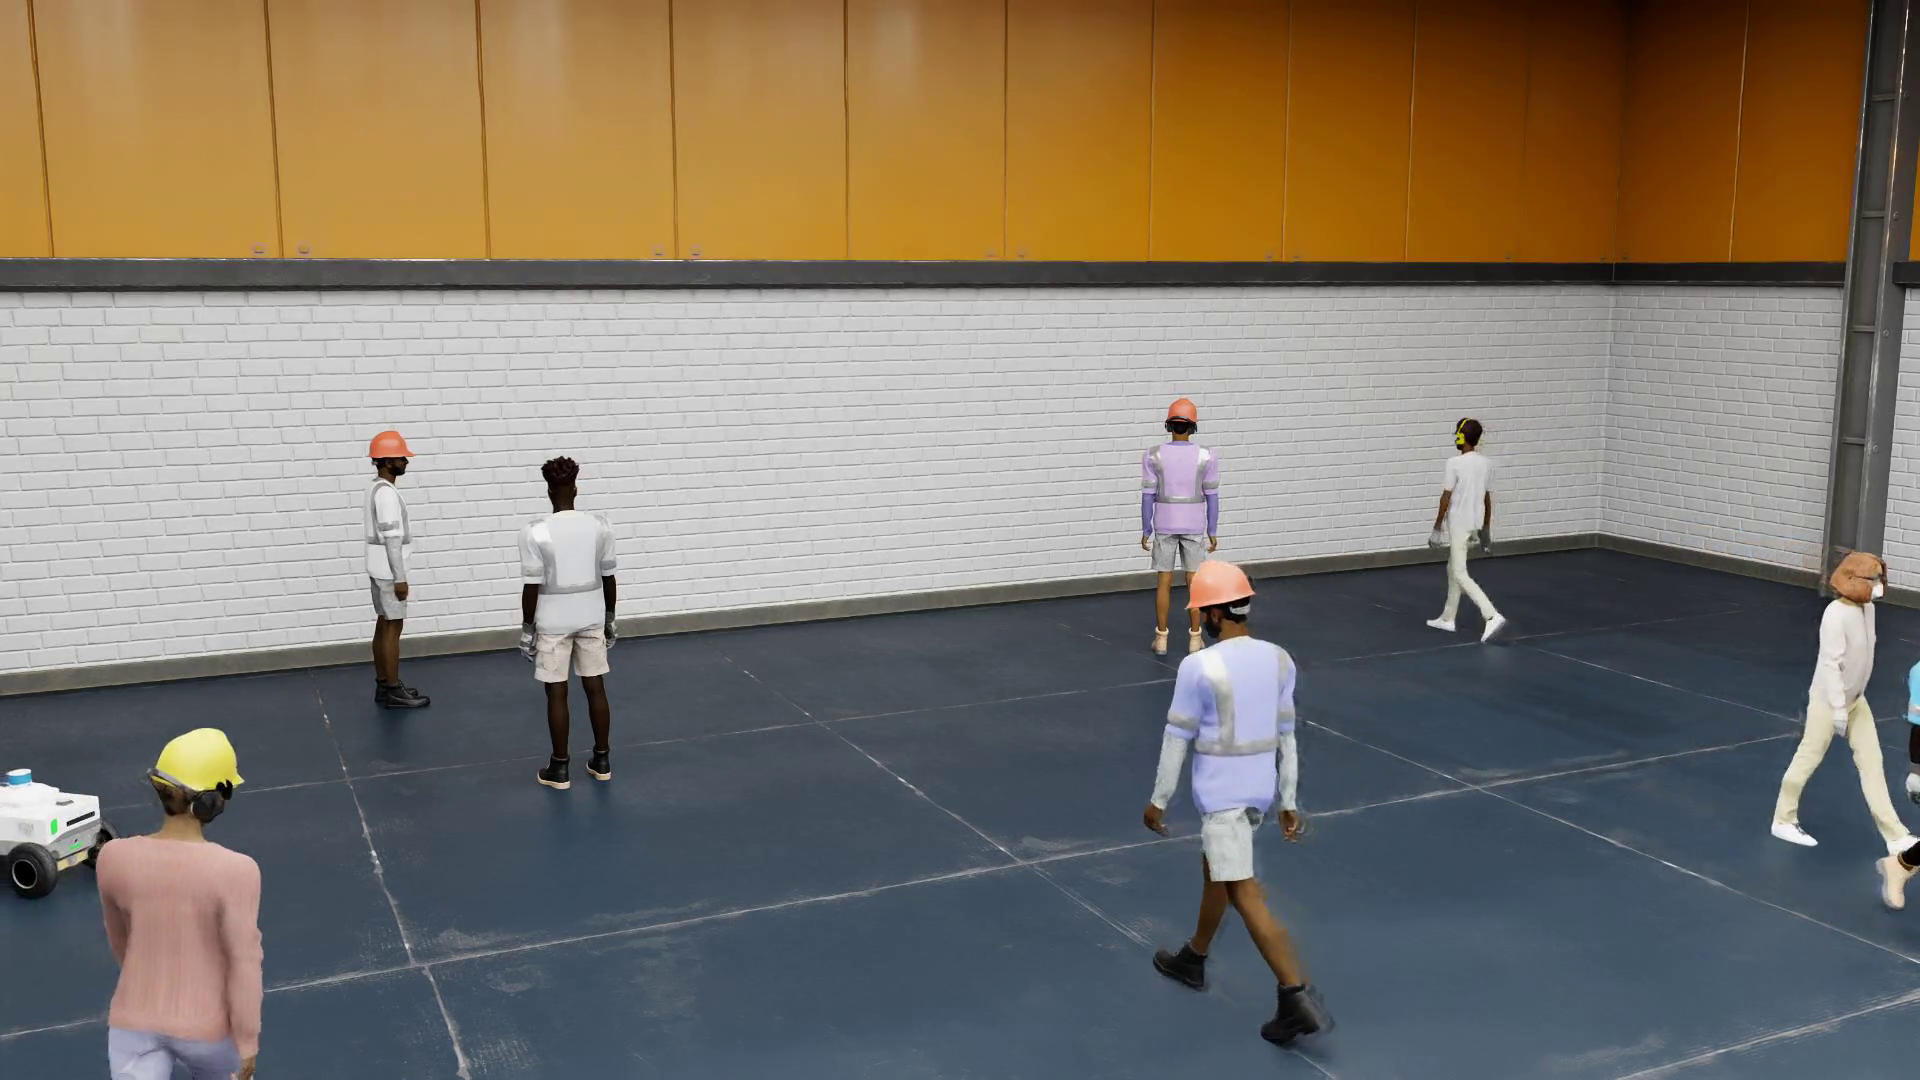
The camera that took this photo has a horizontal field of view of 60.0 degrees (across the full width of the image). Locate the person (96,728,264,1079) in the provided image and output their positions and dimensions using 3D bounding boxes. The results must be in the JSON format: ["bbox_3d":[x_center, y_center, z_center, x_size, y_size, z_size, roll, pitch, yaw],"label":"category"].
[{"bbox_3d":[-2.272,1.404,4.893,0.517,1.703,0.929,0,9,0],"label":"person"}]

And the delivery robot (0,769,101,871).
[{"bbox_3d":[-4.663,1.386,8.279,0.707,0.478,0.477,3,10,16],"label":"delivery robot"}]

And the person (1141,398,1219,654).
[{"bbox_3d":[1.739,-0.102,13.196,0.614,2.043,0.373,1,9,6],"label":"person"}]

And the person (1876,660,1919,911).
[{"bbox_3d":[4.431,1.006,7.471,0.538,1.674,0.727,-2,9,-15],"label":"person"}]

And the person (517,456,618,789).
[{"bbox_3d":[-2.315,0.483,9.826,0.613,1.956,0.379,-7,11,-36],"label":"person"}]

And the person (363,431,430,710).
[{"bbox_3d":[-3.955,0.206,11.605,0.366,1.939,0.542,-5,11,-30],"label":"person"}]

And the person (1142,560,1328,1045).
[{"bbox_3d":[1.145,1.031,6.710,0.558,1.883,1.006,-6,11,-34],"label":"person"}]

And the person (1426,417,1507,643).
[{"bbox_3d":[4.218,-0.090,13.776,0.527,1.841,0.865,-6,11,-33],"label":"person"}]

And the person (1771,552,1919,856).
[{"bbox_3d":[4.652,0.860,8.608,0.535,1.591,0.824,-7,12,-38],"label":"person"}]
